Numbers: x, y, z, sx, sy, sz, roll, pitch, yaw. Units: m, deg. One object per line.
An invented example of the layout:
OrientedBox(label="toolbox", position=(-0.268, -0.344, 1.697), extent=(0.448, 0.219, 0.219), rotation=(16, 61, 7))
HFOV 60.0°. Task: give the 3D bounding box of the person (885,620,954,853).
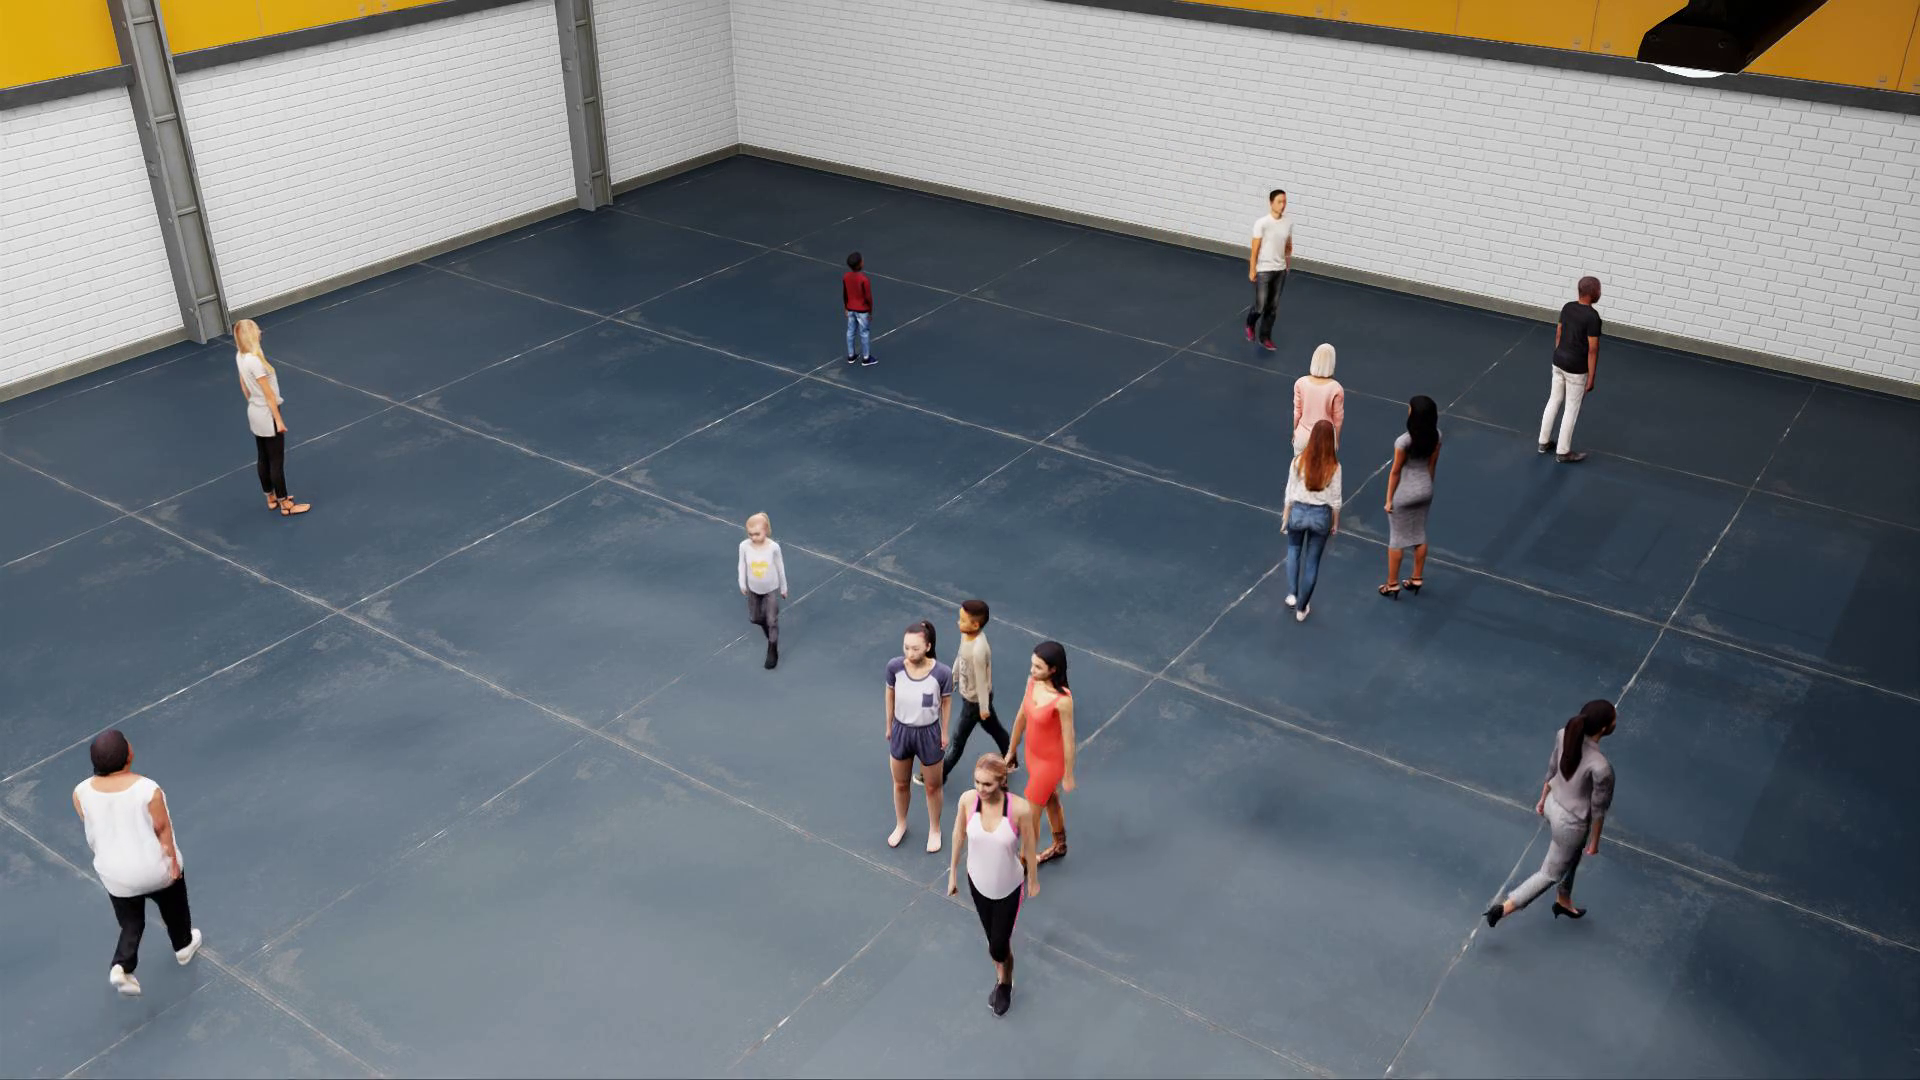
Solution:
OrientedBox(label="person", position=(-0.274, 1.252, 10.650), extent=(0.662, 1.651, 0.647), rotation=(6, 29, 11))

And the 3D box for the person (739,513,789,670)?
OrientedBox(label="person", position=(-1.489, 0.332, 12.743), extent=(0.714, 1.263, 0.829), rotation=(1, 29, 2))

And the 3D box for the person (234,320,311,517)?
OrientedBox(label="person", position=(-6.176, -1.086, 14.755), extent=(0.626, 1.826, 0.558), rotation=(23, 36, 36))

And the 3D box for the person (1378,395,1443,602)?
OrientedBox(label="person", position=(3.653, -0.336, 13.429), extent=(0.627, 1.778, 0.719), rotation=(-10, 30, -18))

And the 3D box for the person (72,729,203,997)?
OrientedBox(label="person", position=(-4.725, 1.869, 9.505), extent=(0.954, 1.664, 1.064), rotation=(0, 29, -1))

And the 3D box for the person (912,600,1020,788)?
OrientedBox(label="person", position=(0.178, 1.051, 11.252), extent=(1.033, 1.427, 0.977), rotation=(-4, 29, -8))

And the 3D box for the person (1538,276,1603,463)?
OrientedBox(label="person", position=(5.807, -1.634, 15.783), extent=(0.762, 1.803, 0.756), rotation=(-12, 31, -21))

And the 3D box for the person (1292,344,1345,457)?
OrientedBox(label="person", position=(3.101, -0.899, 14.517), extent=(0.640, 1.725, 0.585), rotation=(12, 31, 21))

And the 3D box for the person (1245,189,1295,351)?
OrientedBox(label="person", position=(3.363, -2.993, 18.277), extent=(0.821, 1.801, 0.884), rotation=(-11, 31, -19))

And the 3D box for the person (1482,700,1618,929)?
OrientedBox(label="person", position=(3.534, 1.688, 9.849), extent=(1.118, 1.653, 1.026), rotation=(-8, 30, -14))

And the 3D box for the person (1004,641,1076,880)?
OrientedBox(label="person", position=(0.603, 1.352, 10.416), extent=(0.971, 1.699, 0.808), rotation=(-16, 32, -27))

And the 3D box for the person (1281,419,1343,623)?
OrientedBox(label="person", position=(2.742, -0.121, 13.098), extent=(0.665, 1.719, 0.678), rotation=(9, 30, 17))

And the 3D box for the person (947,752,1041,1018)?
OrientedBox(label="person", position=(0.241, 1.878, 9.379), extent=(0.689, 1.771, 0.671), rotation=(12, 31, 21))

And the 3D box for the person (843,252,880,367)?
OrientedBox(label="person", position=(-1.100, -2.502, 17.947), extent=(0.512, 1.256, 0.490), rotation=(17, 33, 28))
